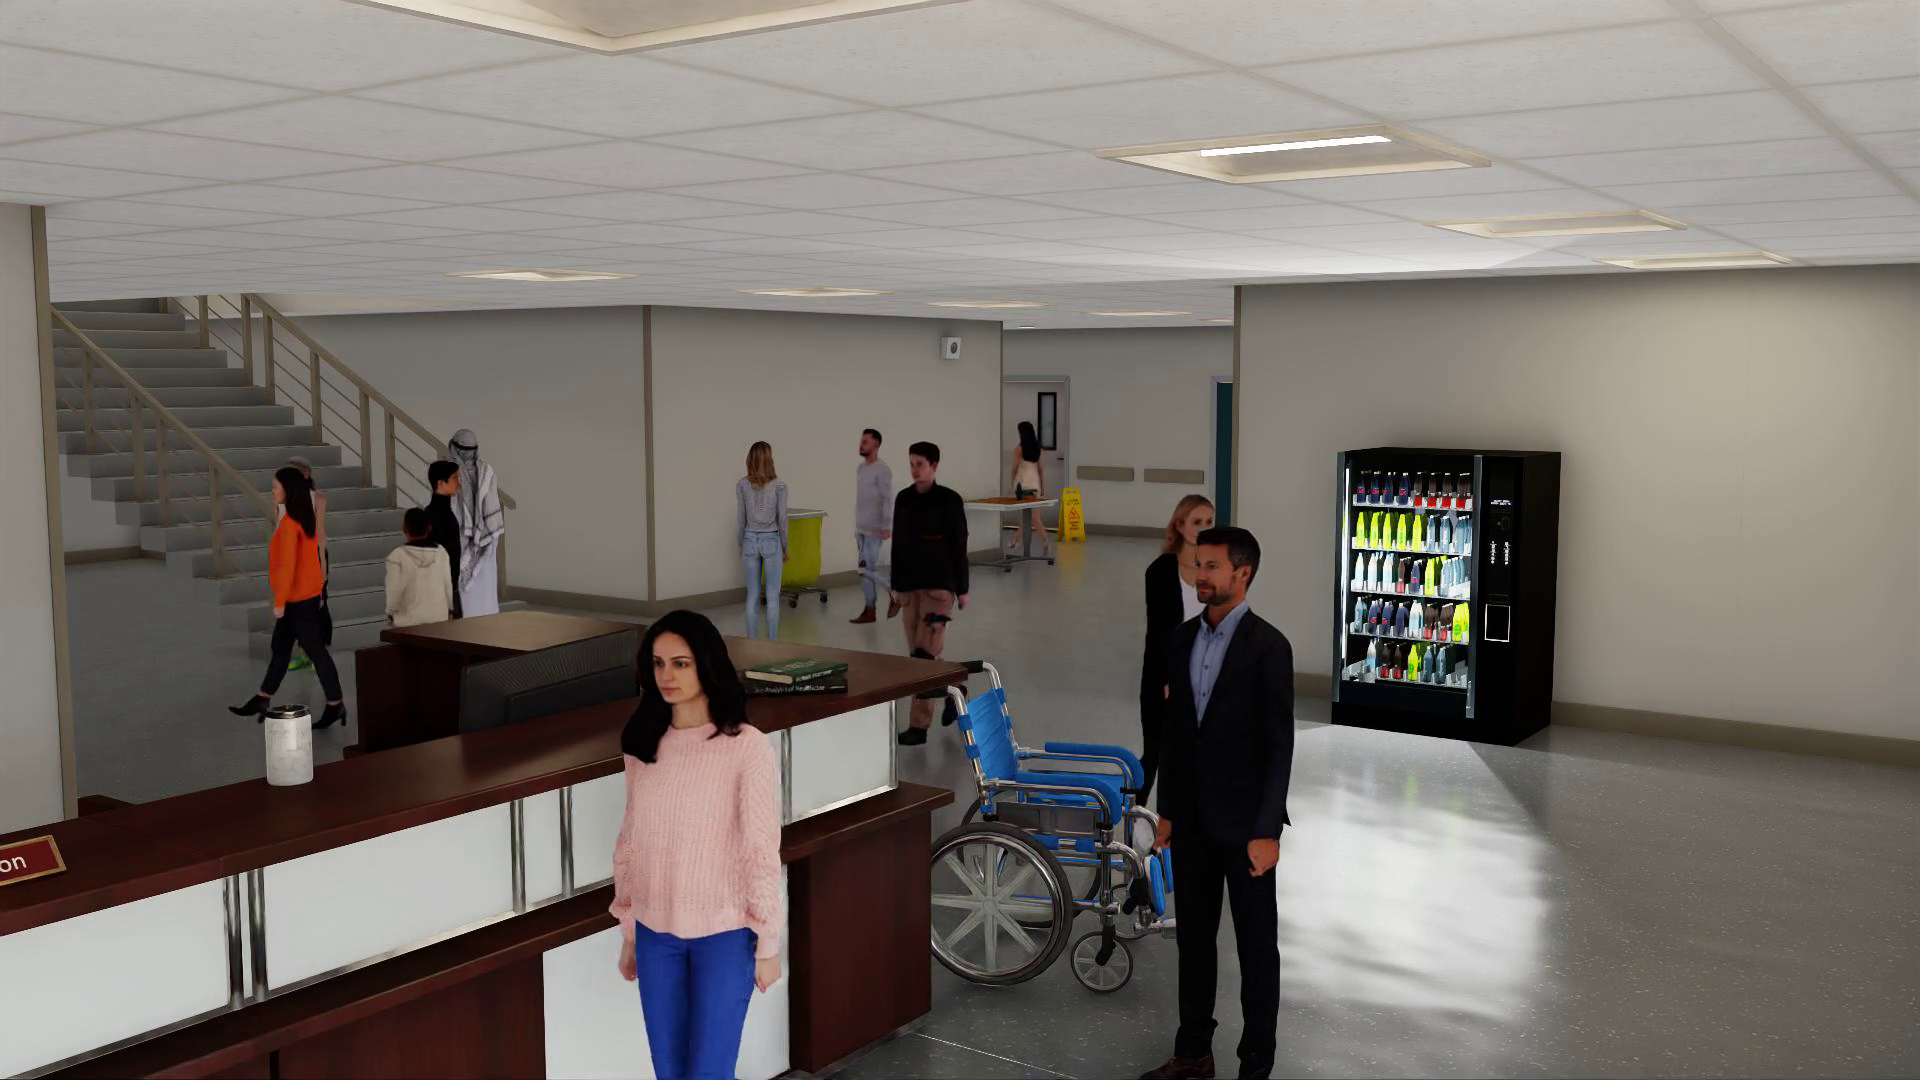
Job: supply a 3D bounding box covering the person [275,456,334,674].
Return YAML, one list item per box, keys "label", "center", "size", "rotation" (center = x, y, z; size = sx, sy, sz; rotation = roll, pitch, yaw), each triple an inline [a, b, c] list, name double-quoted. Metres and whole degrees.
- label: "person"
  center: [-5.150, 0.186, 13.103]
  size: [0.590, 1.700, 0.727]
  rotation: [1, 6, 14]

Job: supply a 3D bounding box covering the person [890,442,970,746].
- label: "person"
  center: [-0.164, 0.339, 10.636]
  size: [1.147, 1.891, 0.814]
  rotation: [3, 7, 31]

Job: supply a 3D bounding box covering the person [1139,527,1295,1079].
- label: "person"
  center: [0.848, 0.882, 5.357]
  size: [0.573, 1.868, 0.721]
  rotation: [5, 8, 43]

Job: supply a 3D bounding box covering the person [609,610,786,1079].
- label: "person"
  center: [-0.631, 1.041, 4.349]
  size: [0.701, 1.752, 0.737]
  rotation: [3, 7, 28]

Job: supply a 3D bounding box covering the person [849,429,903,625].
- label: "person"
  center: [-0.766, -0.124, 15.556]
  size: [0.893, 1.827, 0.854]
  rotation: [-4, 7, -34]

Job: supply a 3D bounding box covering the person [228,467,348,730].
- label: "person"
  center: [-4.210, 0.401, 10.875]
  size: [1.074, 1.720, 1.023]
  rotation: [-1, 6, -10]

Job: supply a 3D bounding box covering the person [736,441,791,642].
- label: "person"
  center: [-1.620, 0.082, 13.665]
  size: [0.567, 1.796, 0.714]
  rotation: [1, 6, 14]

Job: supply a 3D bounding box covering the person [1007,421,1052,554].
- label: "person"
  center: [0.915, -0.611, 21.159]
  size: [0.840, 1.674, 1.175]
  rotation: [-4, 7, -33]

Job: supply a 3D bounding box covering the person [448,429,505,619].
- label: "person"
  center: [-3.781, 0.102, 12.826]
  size: [0.675, 1.925, 0.724]
  rotation: [5, 8, 43]

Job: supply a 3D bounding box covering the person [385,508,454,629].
- label: "person"
  center: [-3.571, 0.517, 11.111]
  size: [0.629, 1.441, 0.647]
  rotation: [-5, 8, -41]

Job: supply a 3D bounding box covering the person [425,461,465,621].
- label: "person"
  center: [-3.802, 0.291, 12.002]
  size: [0.944, 1.712, 0.905]
  rotation: [-2, 6, -21]

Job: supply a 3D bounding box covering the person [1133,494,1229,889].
- label: "person"
  center: [0.985, 0.697, 7.759]
  size: [1.075, 1.755, 1.216]
  rotation: [-2, 6, -18]
